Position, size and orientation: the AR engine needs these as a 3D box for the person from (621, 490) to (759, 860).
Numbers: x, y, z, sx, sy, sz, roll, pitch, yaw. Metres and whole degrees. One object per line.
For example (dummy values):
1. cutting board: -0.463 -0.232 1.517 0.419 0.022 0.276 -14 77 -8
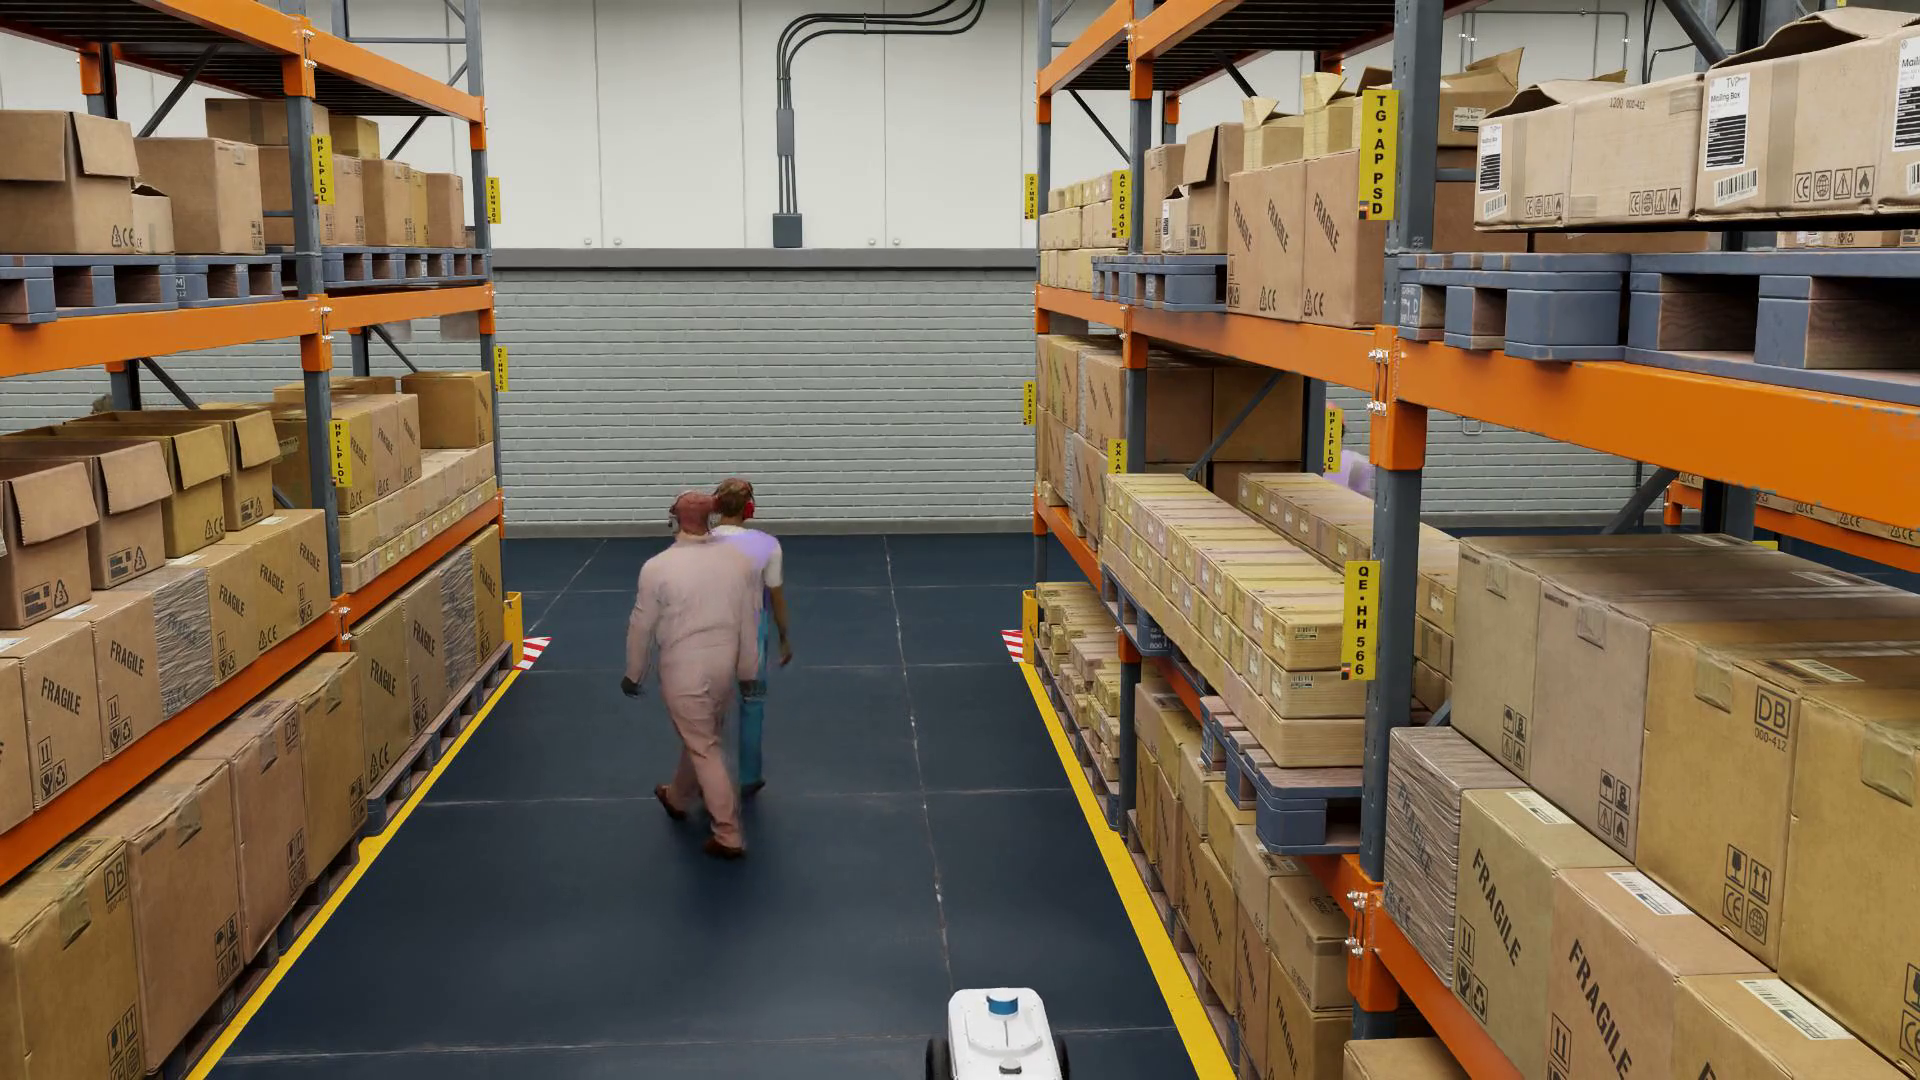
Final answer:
1. person: -1.394 0.666 8.602 0.638 1.842 1.035 -8 13 -41

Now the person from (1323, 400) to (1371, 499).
1. person: 2.600 0.019 11.896 0.623 2.020 0.504 0 10 1

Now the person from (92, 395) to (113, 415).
1. person: -7.035 -0.234 13.692 0.831 1.910 0.662 0 10 0

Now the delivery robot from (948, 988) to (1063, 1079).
1. delivery robot: 0.146 1.765 5.642 0.477 0.478 0.707 -1 10 -4

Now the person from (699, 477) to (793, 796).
1. person: -1.247 0.558 9.288 0.576 1.828 0.477 2 10 11
